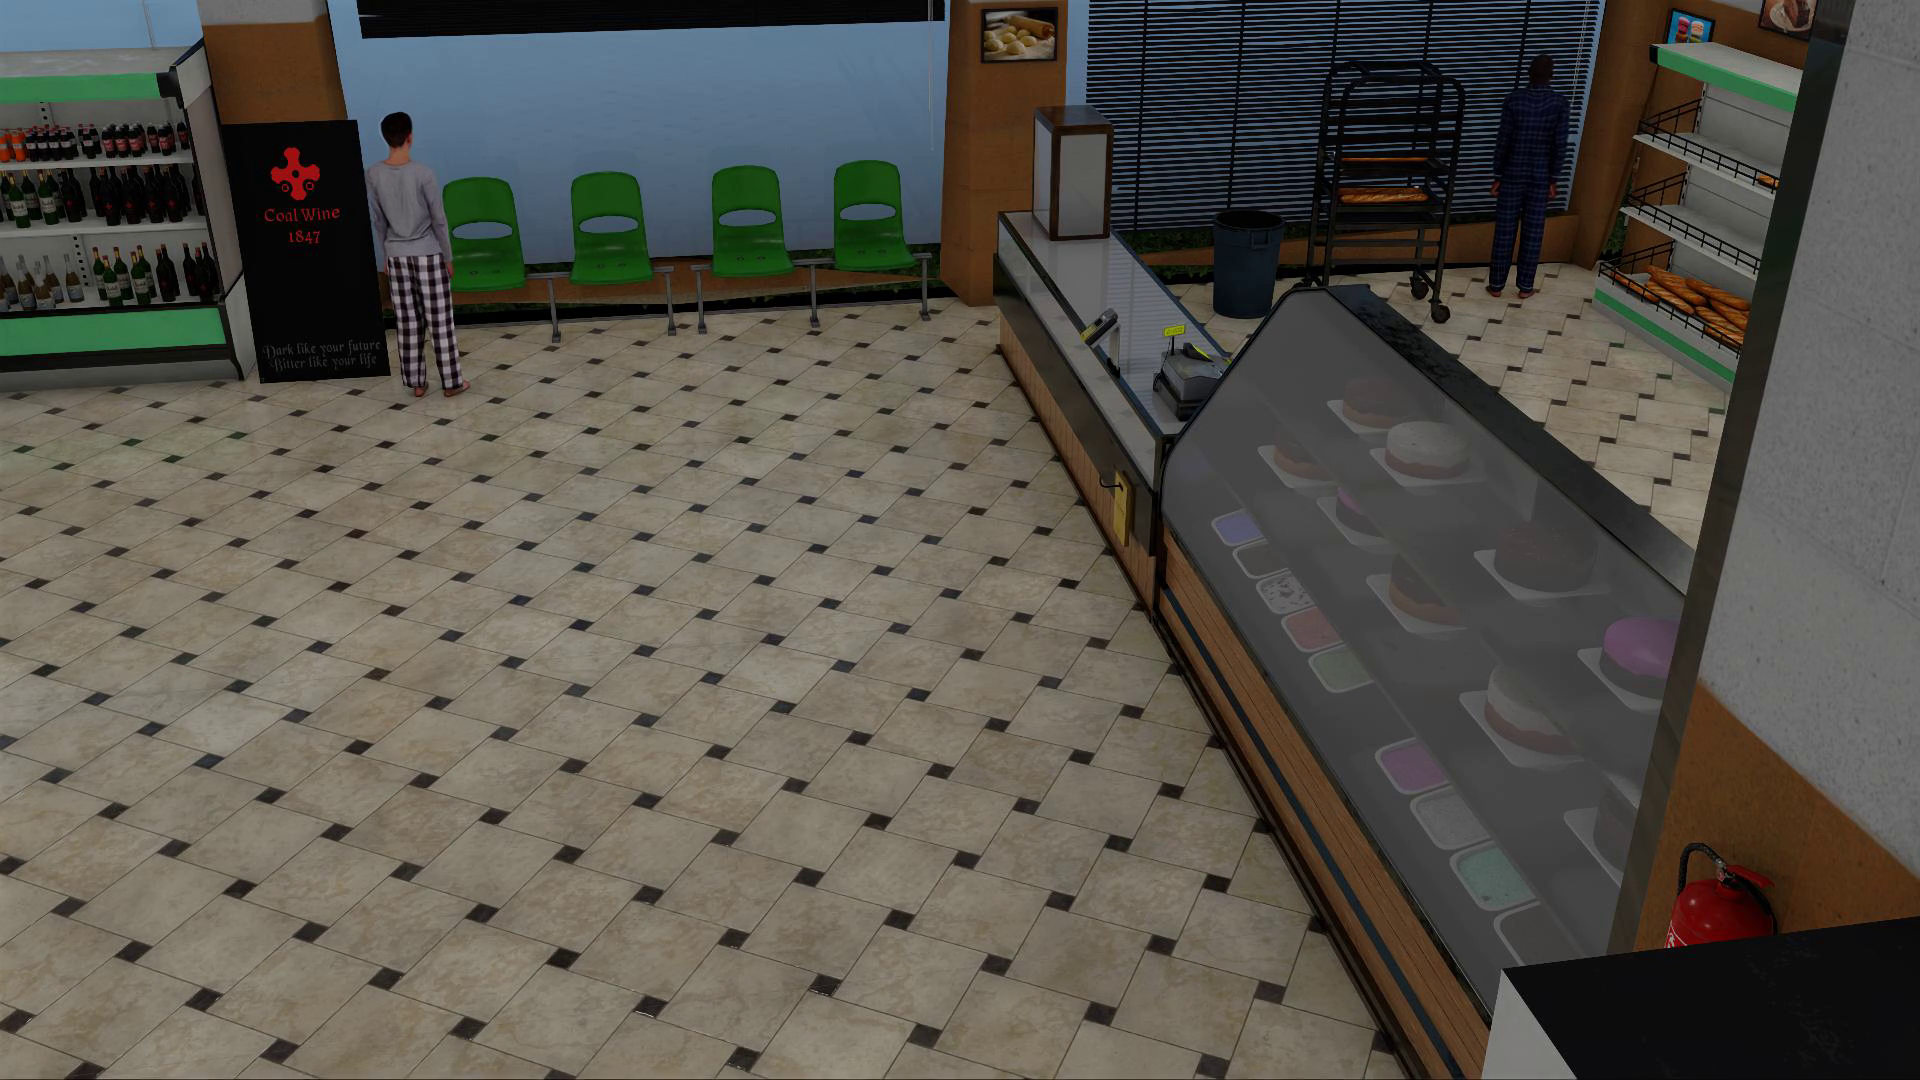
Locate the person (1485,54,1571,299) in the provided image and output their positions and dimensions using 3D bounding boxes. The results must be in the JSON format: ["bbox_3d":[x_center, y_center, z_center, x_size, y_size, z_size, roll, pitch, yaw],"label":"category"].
[{"bbox_3d":[4.250,-2.729,12.509,0.694,1.824,0.817,8,28,16],"label":"person"}]

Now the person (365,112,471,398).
[{"bbox_3d":[-3.493,-1.811,10.674,0.546,1.848,0.728,1,27,3],"label":"person"}]
